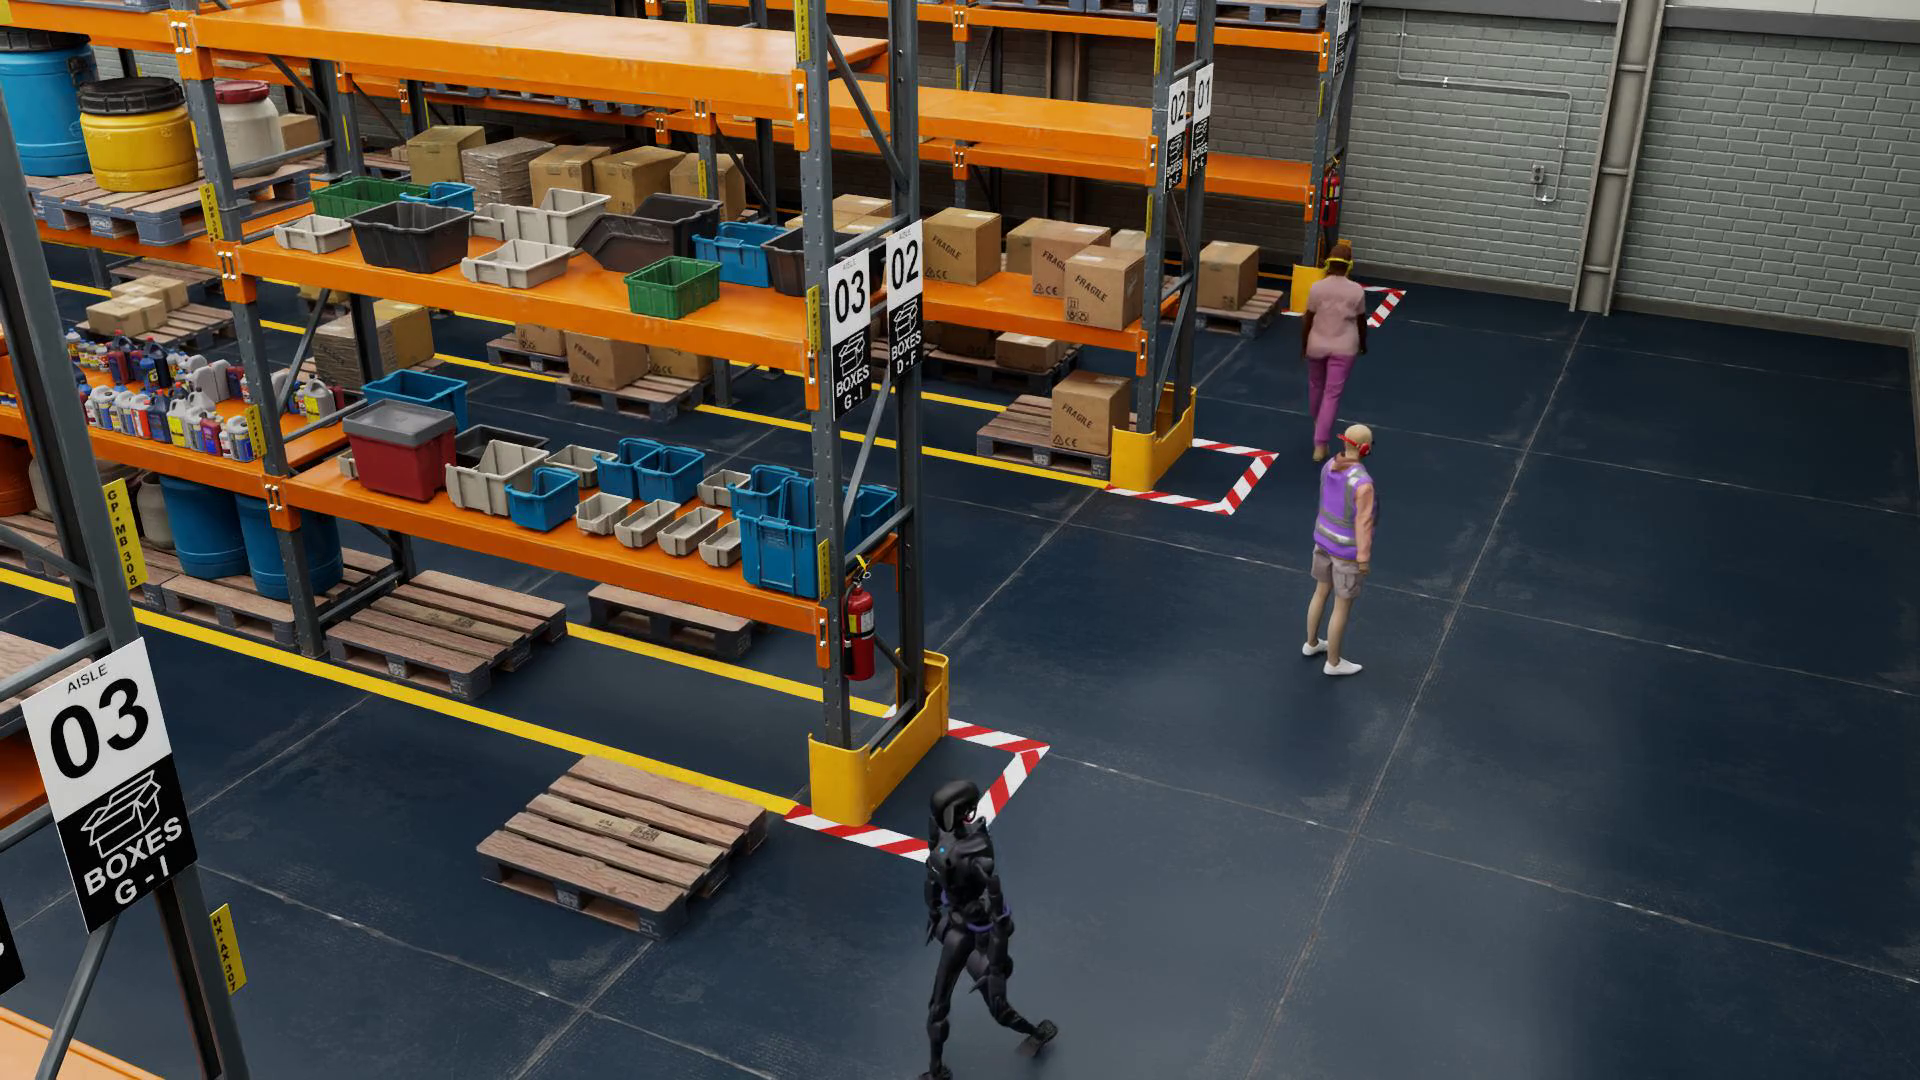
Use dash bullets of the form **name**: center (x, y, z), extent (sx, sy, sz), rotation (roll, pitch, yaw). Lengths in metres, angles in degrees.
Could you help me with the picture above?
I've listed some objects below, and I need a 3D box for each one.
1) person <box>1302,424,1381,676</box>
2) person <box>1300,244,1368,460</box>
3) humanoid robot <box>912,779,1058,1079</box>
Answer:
- **person**: center (2.431, 0.057, 10.588), extent (0.346, 1.688, 0.489), rotation (-10, 28, -20)
- **person**: center (3.134, -1.614, 13.892), extent (0.504, 1.754, 0.942), rotation (12, 29, 24)
- **humanoid robot**: center (0.093, 1.721, 7.303), extent (0.769, 1.644, 0.611), rotation (-17, 31, -30)
